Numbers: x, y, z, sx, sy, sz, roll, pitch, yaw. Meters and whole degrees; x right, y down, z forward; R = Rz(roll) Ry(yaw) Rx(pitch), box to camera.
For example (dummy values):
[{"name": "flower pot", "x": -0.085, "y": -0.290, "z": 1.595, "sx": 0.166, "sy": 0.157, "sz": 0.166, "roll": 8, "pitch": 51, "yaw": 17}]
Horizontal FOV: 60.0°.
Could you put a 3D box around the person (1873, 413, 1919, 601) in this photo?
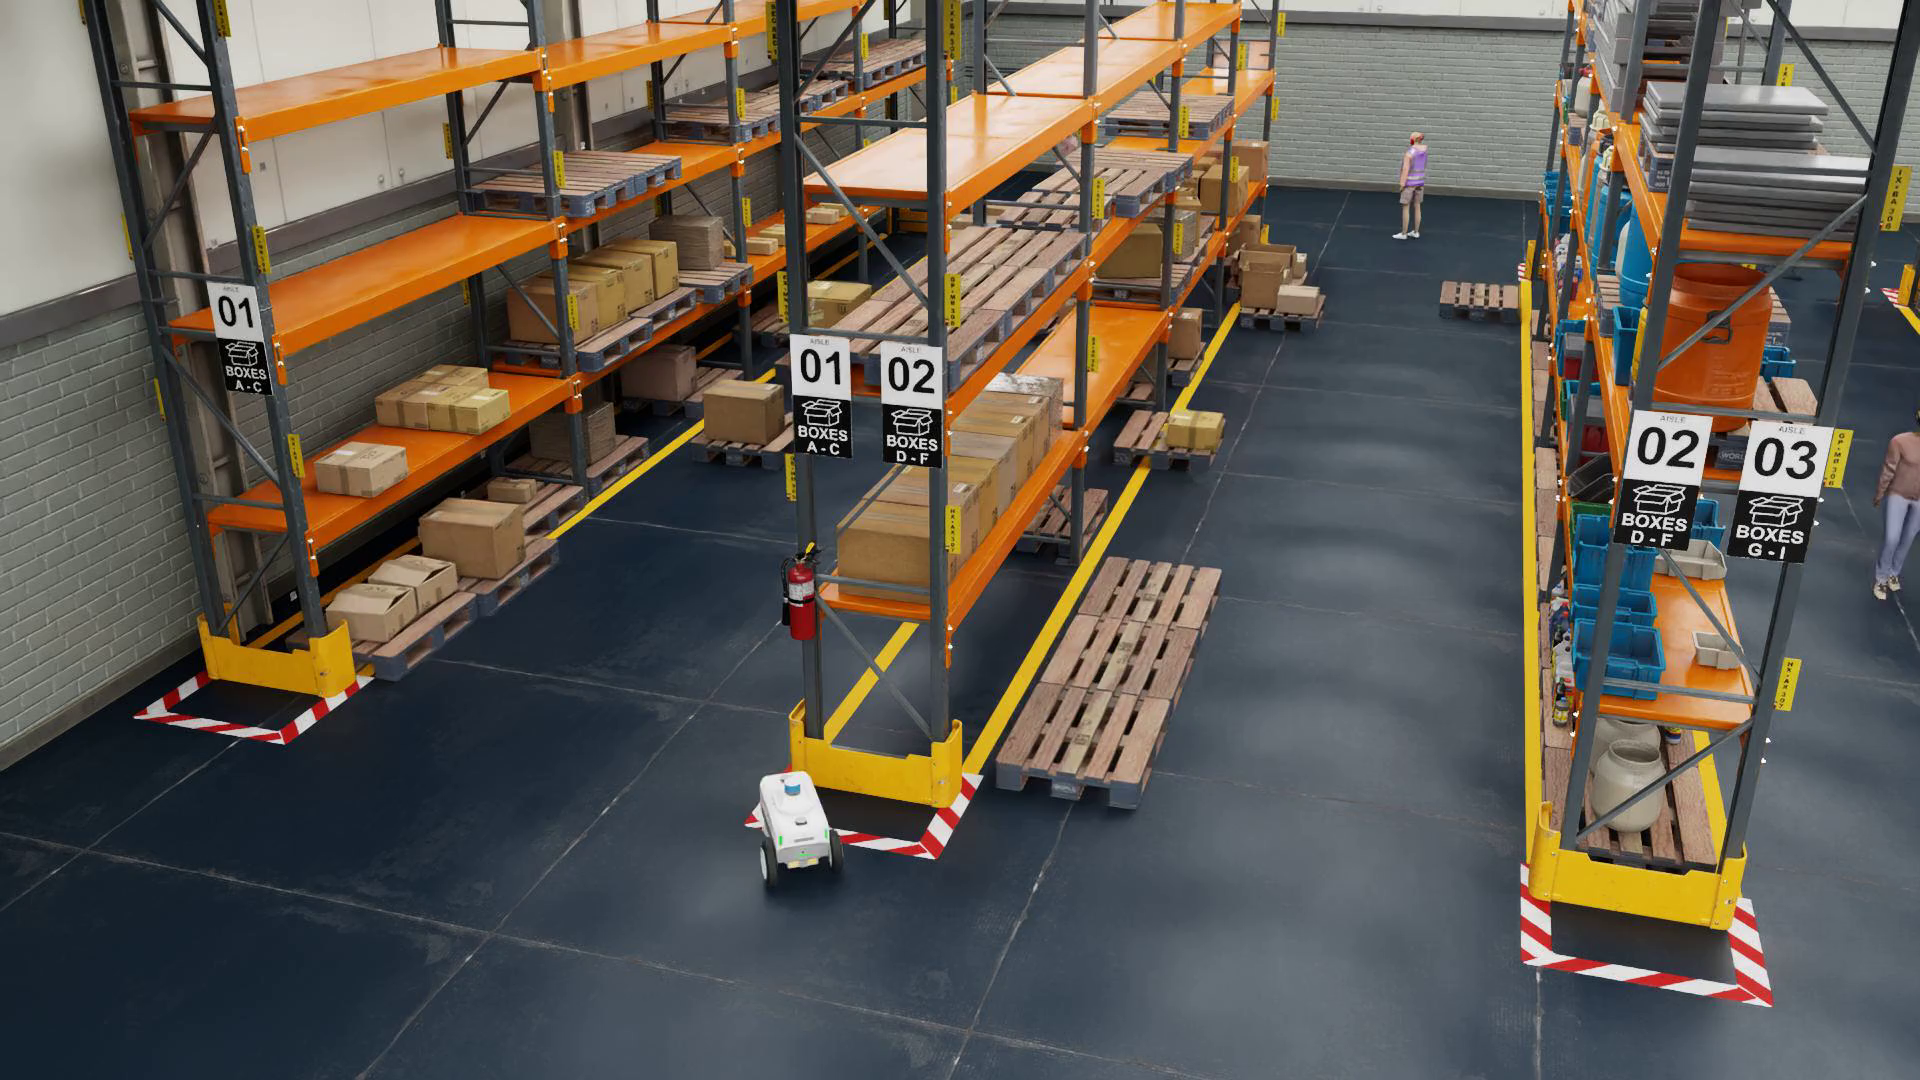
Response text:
[{"name": "person", "x": 8.064, "y": -0.330, "z": 14.066, "sx": 0.544, "sy": 1.749, "sz": 0.691, "roll": 6, "pitch": 24, "yaw": 14}]

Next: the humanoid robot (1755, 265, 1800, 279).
[{"name": "humanoid robot", "x": 11.992, "y": -4.629, "z": 24.156, "sx": 0.715, "sy": 1.625, "sz": 0.607, "roll": 21, "pitch": 31, "yaw": 39}]

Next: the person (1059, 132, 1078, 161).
[{"name": "person", "x": 1.756, "y": -5.897, "z": 26.933, "sx": 0.349, "sy": 1.793, "sz": 0.564, "roll": 0, "pitch": 23, "yaw": 0}]

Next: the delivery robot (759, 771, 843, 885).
[{"name": "delivery robot", "x": -1.041, "y": 1.811, "z": 10.614, "sx": 0.524, "sy": 0.596, "sz": 0.767, "roll": -6, "pitch": 24, "yaw": -15}]

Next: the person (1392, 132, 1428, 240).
[{"name": "person", "x": 7.182, "y": -5.621, "z": 26.416, "sx": 0.489, "sy": 1.688, "sz": 0.346, "roll": -13, "pitch": 27, "yaw": -28}]
